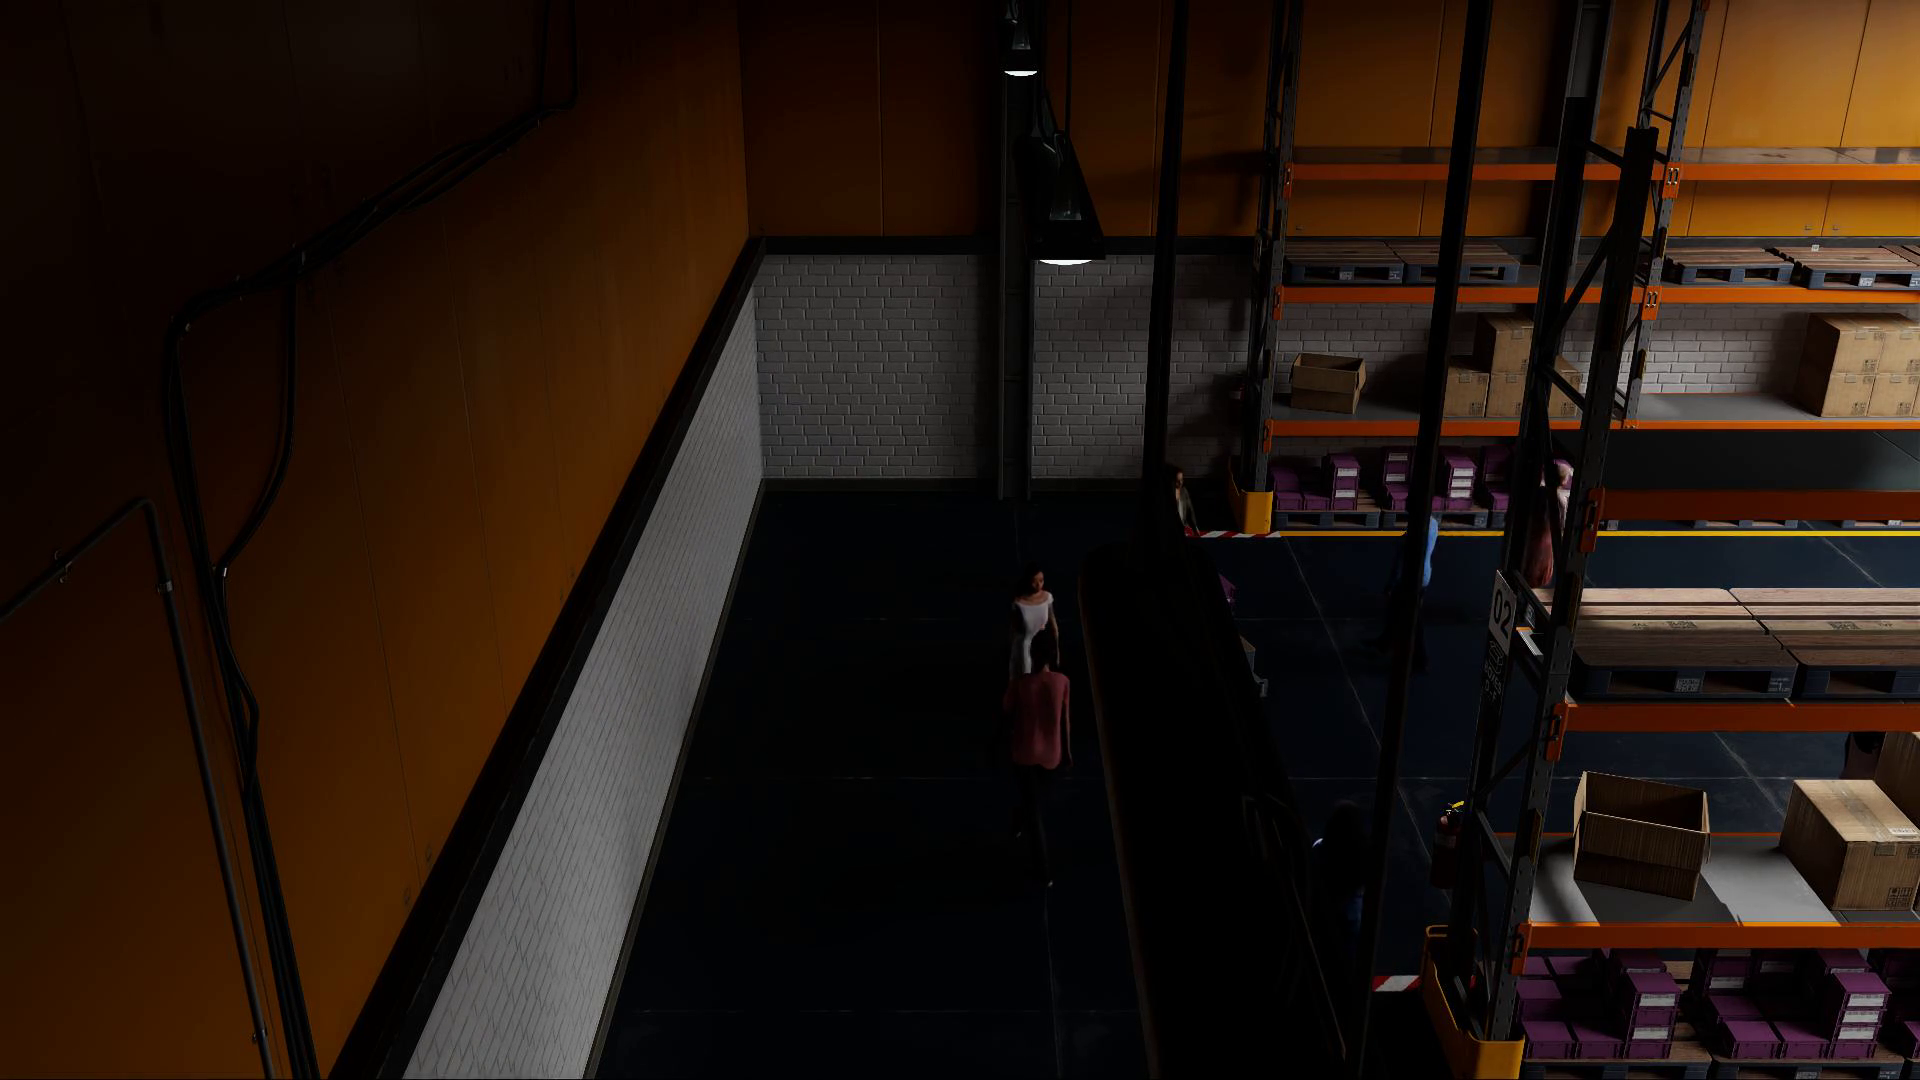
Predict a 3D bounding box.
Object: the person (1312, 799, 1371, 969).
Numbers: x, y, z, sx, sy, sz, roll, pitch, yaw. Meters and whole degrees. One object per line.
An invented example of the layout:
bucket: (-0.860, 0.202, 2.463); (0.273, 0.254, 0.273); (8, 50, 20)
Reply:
person: (2.448, 2.493, 10.696); (1.169, 1.663, 0.812); (4, 24, 9)

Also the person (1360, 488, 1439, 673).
person: (4.276, 0.381, 15.362); (1.045, 1.795, 0.899); (11, 26, 24)

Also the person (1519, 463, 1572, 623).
person: (5.625, 0.068, 16.226); (0.806, 1.676, 0.747); (-17, 29, -35)

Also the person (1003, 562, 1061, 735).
person: (0.541, 0.971, 14.072); (0.947, 1.747, 0.903); (-10, 25, -21)

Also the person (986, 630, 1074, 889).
person: (0.592, 1.661, 12.302); (1.256, 1.900, 1.035); (-7, 25, -16)
